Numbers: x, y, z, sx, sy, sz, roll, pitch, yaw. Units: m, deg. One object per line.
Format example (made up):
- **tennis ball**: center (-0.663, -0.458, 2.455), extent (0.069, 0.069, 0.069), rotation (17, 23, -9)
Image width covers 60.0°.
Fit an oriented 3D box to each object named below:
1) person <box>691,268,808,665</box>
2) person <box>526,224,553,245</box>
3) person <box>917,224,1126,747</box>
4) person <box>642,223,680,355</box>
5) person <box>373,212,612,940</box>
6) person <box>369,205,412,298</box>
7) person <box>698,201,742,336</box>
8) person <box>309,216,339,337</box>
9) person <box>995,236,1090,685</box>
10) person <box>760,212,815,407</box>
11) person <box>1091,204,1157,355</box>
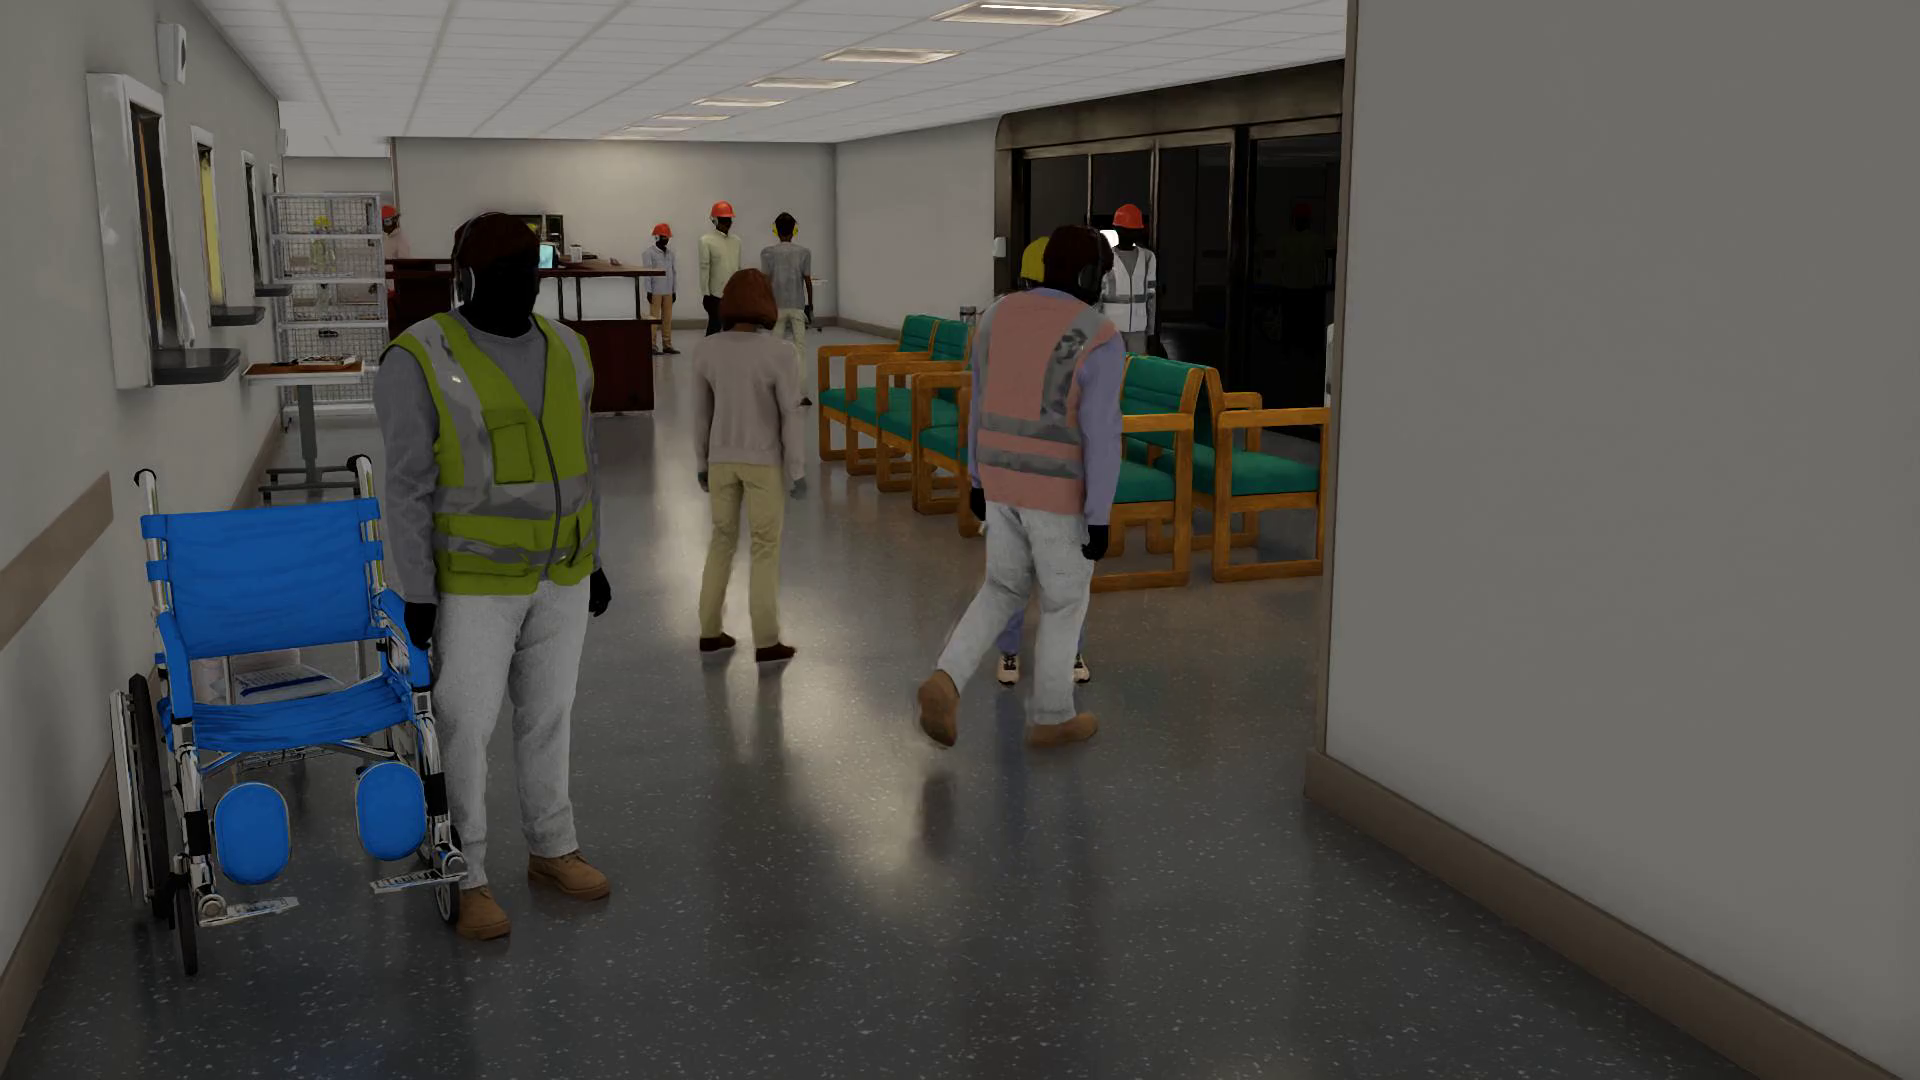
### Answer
- **person**: center (-0.875, -0.299, 6.865), extent (0.509, 1.628, 0.287), rotation (5, 12, 25)
- **person**: center (-6.171, -3.806, 24.610), extent (0.642, 1.722, 0.323), rotation (-7, 13, -33)
- **person**: center (0.220, -0.137, 5.550), extent (0.674, 1.811, 0.681), rotation (-11, 15, -44)
- **person**: center (-3.949, -3.323, 22.057), extent (0.352, 1.743, 0.564), rotation (8, 13, 34)
- **person**: center (-1.164, 0.087, 4.312), extent (0.429, 1.841, 0.633), rotation (9, 14, 39)
- **person**: center (-6.876, -3.086, 20.276), extent (0.499, 1.959, 0.621), rotation (-7, 13, -33)
- **person**: center (-2.604, -2.721, 18.322), extent (0.381, 1.993, 0.622), rotation (9, 14, 38)
- **person**: center (-9.711, -4.017, 25.399), extent (0.403, 1.827, 0.601), rotation (-4, 12, -20)
- **person**: center (0.333, -0.297, 6.501), extent (0.518, 1.757, 0.341), rotation (-2, 11, -10)
- **person**: center (-1.654, -2.208, 16.013), extent (0.512, 1.873, 0.328), rotation (-1, 11, -5)
- **person**: center (1.322, -1.708, 13.316), extent (0.546, 1.929, 0.392), rotation (-3, 12, -16)
